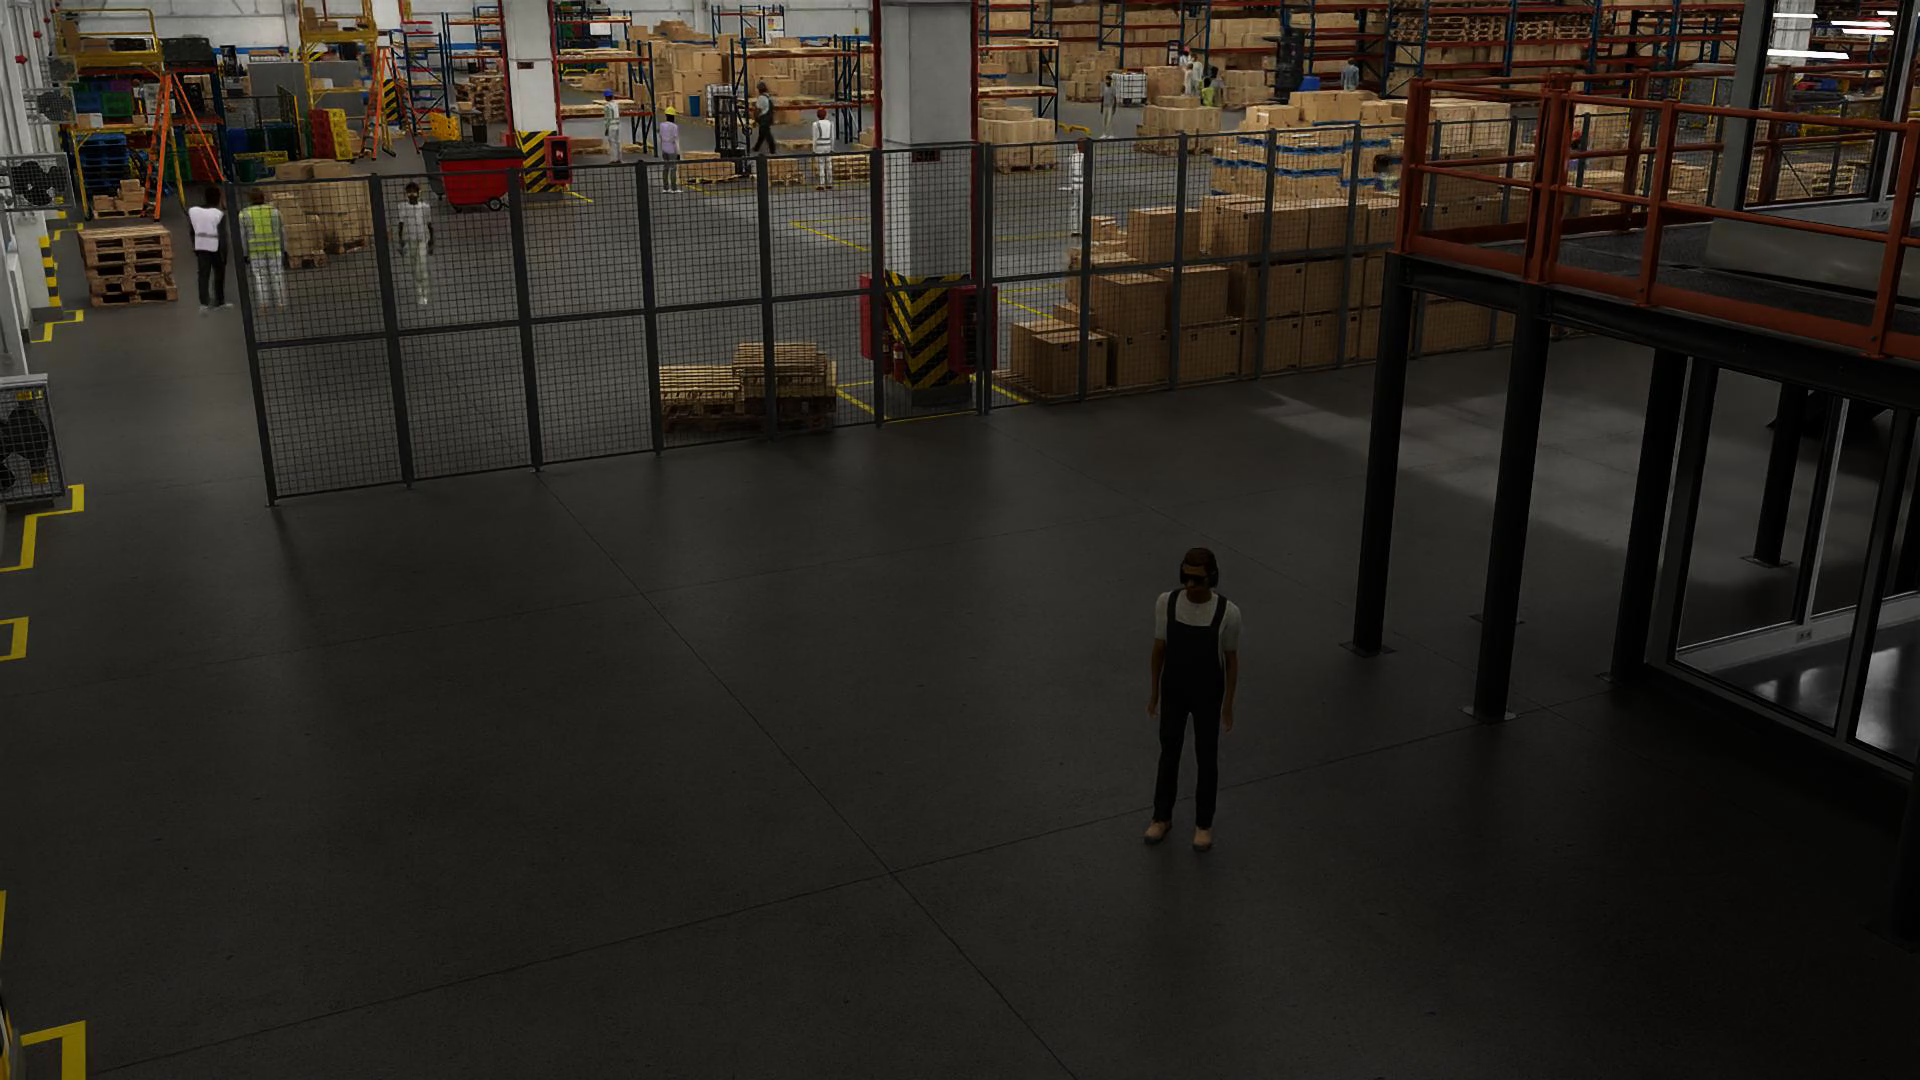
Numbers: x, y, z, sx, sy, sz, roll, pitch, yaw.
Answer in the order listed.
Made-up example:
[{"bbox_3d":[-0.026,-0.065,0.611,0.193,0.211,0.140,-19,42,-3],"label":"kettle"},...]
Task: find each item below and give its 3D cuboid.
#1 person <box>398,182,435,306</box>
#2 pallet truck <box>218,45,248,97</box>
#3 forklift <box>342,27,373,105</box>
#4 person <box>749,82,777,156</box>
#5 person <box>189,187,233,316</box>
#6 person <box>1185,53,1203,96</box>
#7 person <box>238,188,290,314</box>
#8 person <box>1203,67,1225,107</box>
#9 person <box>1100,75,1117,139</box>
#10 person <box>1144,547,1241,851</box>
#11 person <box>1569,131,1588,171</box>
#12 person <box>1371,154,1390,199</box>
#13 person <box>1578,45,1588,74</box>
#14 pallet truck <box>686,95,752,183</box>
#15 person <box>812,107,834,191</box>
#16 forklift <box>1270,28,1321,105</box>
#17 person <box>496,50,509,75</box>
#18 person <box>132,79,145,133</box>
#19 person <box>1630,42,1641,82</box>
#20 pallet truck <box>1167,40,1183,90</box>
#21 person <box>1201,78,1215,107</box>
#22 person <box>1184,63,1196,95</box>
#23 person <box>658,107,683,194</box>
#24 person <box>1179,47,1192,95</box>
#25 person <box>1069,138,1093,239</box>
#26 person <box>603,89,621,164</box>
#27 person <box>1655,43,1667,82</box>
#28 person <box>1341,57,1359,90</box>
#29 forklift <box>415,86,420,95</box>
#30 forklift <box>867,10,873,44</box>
[{"bbox_3d":[-8.298,-4.547,25.404,0.522,1.856,0.702,-2,19,-5],"label":"person"},{"bbox_3d":[-28.879,-18.665,66.111,0.823,1.965,1.885,-3,19,-9],"label":"pallet truck"},{"bbox_3d":[-22.257,-17.351,60.966,1.873,2.768,1.129,-9,21,-25],"label":"forklift"},{"bbox_3d":[-5.367,-11.420,45.042,1.005,2.000,0.701,6,20,18],"label":"person"},{"bbox_3d":[-11.105,-4.267,24.586,0.655,1.865,0.821,1,19,2],"label":"person"},{"bbox_3d":[8.528,-16.809,60.826,0.627,1.936,0.374,5,20,13],"label":"person"},{"bbox_3d":[-10.316,-4.293,24.684,0.633,1.841,0.429,-10,21,-26],"label":"person"},{"bbox_3d":[8.085,-14.082,52.964,0.613,1.896,1.038,-6,20,-17],"label":"person"},{"bbox_3d":[4.438,-12.940,49.731,0.528,1.858,0.318,14,23,34],"label":"person"},{"bbox_3d":[1.338,0.909,9.597,0.506,1.847,0.345,7,20,19],"label":"person"},{"bbox_3d":[11.884,-7.012,32.482,0.555,1.894,0.941,14,24,36],"label":"person"},{"bbox_3d":[7.256,-5.756,28.896,1.026,1.863,0.618,9,21,23],"label":"person"},{"bbox_3d":[24.954,-18.749,66.382,0.703,1.970,0.653,-5,20,-14],"label":"person"},{"bbox_3d":[-5.836,-9.608,39.856,0.823,1.965,1.885,10,22,27],"label":"pallet truck"},{"bbox_3d":[-3.145,-8.956,38.137,0.586,1.882,0.341,-16,25,-39],"label":"person"},{"bbox_3d":[12.123,-17.168,60.437,1.873,2.768,1.129,-9,21,-25],"label":"forklift"},{"bbox_3d":[-18.704,-19.219,68.216,0.556,1.655,0.839,-9,21,-24],"label":"person"},{"bbox_3d":[-25.376,-13.405,51.417,0.522,1.631,0.323,4,20,13],"label":"person"},{"bbox_3d":[30.169,-21.382,74.188,0.925,1.870,0.647,16,25,39],"label":"person"},{"bbox_3d":[9.045,-19.971,69.895,0.823,1.965,1.885,-3,19,-8],"label":"pallet truck"},{"bbox_3d":[7.589,-13.311,51.060,0.542,1.686,0.389,-13,23,-33],"label":"person"},{"bbox_3d":[8.348,-16.514,60.482,0.844,1.590,0.519,-5,20,-14],"label":"person"},{"bbox_3d":[-6.558,-8.835,37.737,0.584,1.919,0.390,13,23,33],"label":"person"},{"bbox_3d":[9.044,-18.785,66.625,0.564,1.903,0.973,-5,20,-14],"label":"person"},{"bbox_3d":[2.300,-6.638,31.421,0.355,1.882,0.575,-16,25,-39],"label":"person"},{"bbox_3d":[-8.969,-10.635,42.903,0.380,1.950,0.605,6,20,16],"label":"person"},{"bbox_3d":[31.246,-21.222,73.947,0.523,1.723,0.914,1,19,4],"label":"person"},{"bbox_3d":[13.579,-15.820,57.952,0.630,1.940,0.372,10,21,26],"label":"person"},{"bbox_3d":[-22.536,-19.027,65.825,1.129,2.768,1.873,14,23,35],"label":"forklift"},{"bbox_3d":[-4.379,-25.233,83.817,1.873,2.768,1.129,-4,19,-11],"label":"forklift"}]
